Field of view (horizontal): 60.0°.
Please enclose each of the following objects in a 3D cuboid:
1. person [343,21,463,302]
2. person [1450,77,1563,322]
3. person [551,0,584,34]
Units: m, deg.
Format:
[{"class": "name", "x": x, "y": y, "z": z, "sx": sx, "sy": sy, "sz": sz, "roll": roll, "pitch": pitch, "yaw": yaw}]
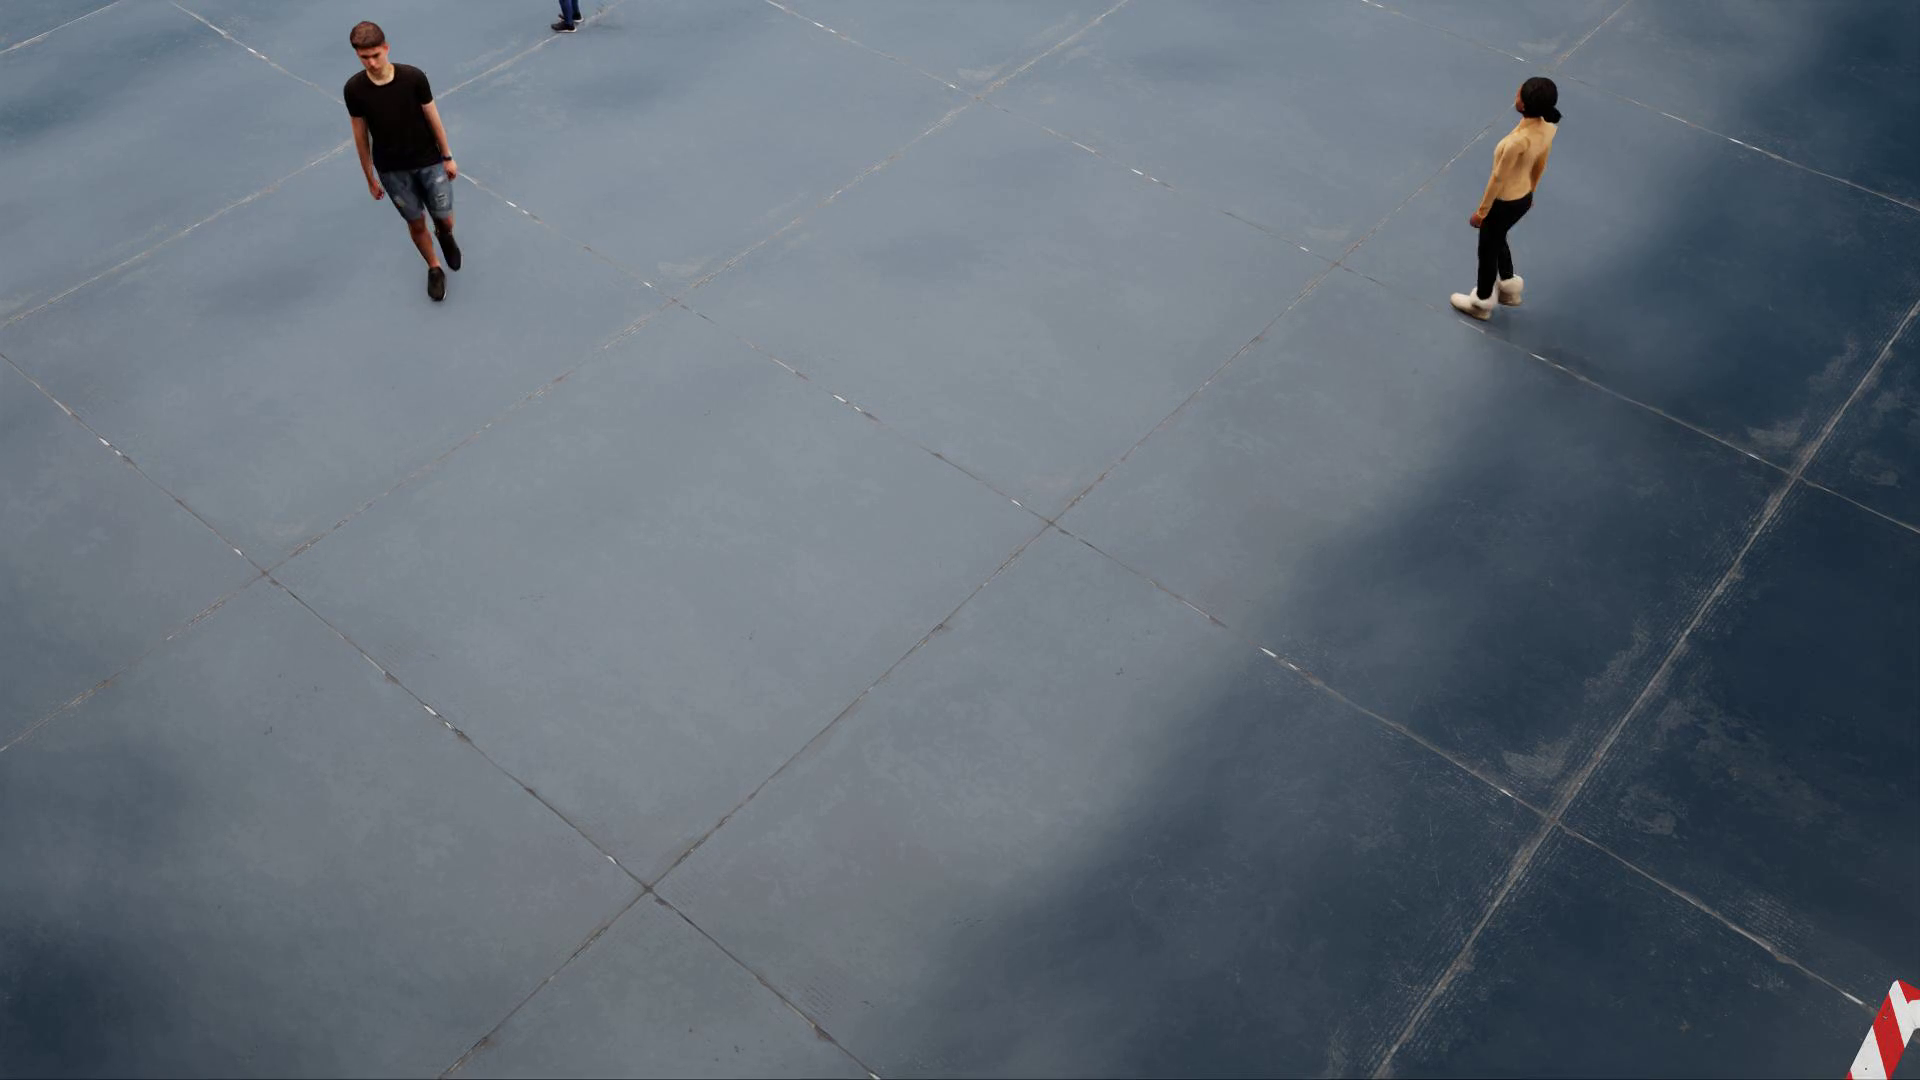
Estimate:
[{"class": "person", "x": -3.291, "y": -2.302, "z": 9.944, "sx": 0.859, "sy": 1.835, "sz": 0.912, "roll": -12, "pitch": 48, "yaw": -11}, {"class": "person", "x": 3.266, "y": -1.931, "z": 9.727, "sx": 0.611, "sy": 1.650, "sz": 0.661, "roll": -34, "pitch": 56, "yaw": -27}, {"class": "person", "x": -2.976, "y": -4.310, "z": 12.293, "sx": 0.579, "sy": 1.112, "sz": 0.527, "roll": 3, "pitch": 47, "yaw": 3}]
